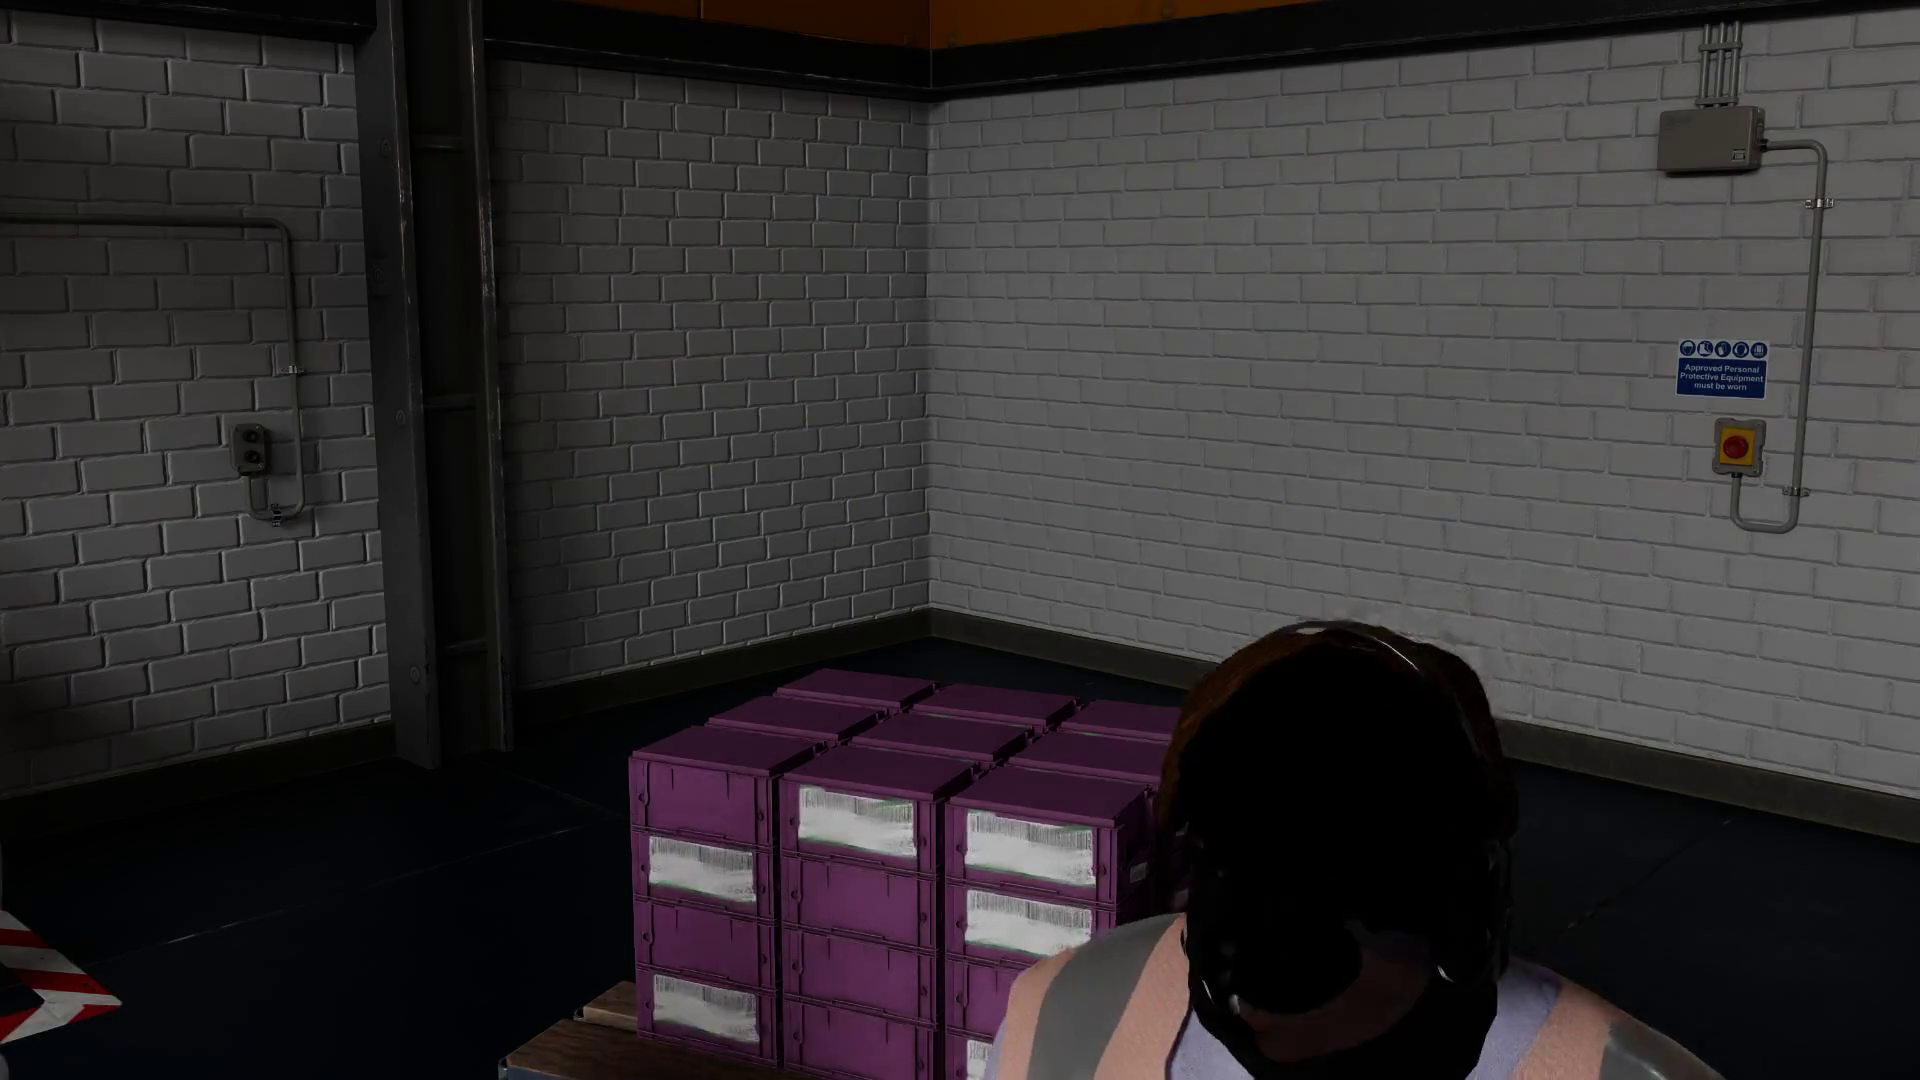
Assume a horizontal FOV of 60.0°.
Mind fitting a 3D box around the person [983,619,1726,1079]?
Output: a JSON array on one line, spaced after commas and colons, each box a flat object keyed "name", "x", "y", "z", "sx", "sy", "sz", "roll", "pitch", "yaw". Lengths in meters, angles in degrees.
[{"name": "person", "x": 0.316, "y": 0.922, "z": 1.293, "sx": 0.637, "sy": 1.814, "sz": 0.867, "roll": 7, "pitch": 12, "yaw": 36}]

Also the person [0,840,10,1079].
[{"name": "person", "x": -1.303, "y": 0.799, "z": 1.839, "sx": 0.550, "sy": 1.871, "sz": 1.037, "roll": -3, "pitch": 10, "yaw": -18}]
